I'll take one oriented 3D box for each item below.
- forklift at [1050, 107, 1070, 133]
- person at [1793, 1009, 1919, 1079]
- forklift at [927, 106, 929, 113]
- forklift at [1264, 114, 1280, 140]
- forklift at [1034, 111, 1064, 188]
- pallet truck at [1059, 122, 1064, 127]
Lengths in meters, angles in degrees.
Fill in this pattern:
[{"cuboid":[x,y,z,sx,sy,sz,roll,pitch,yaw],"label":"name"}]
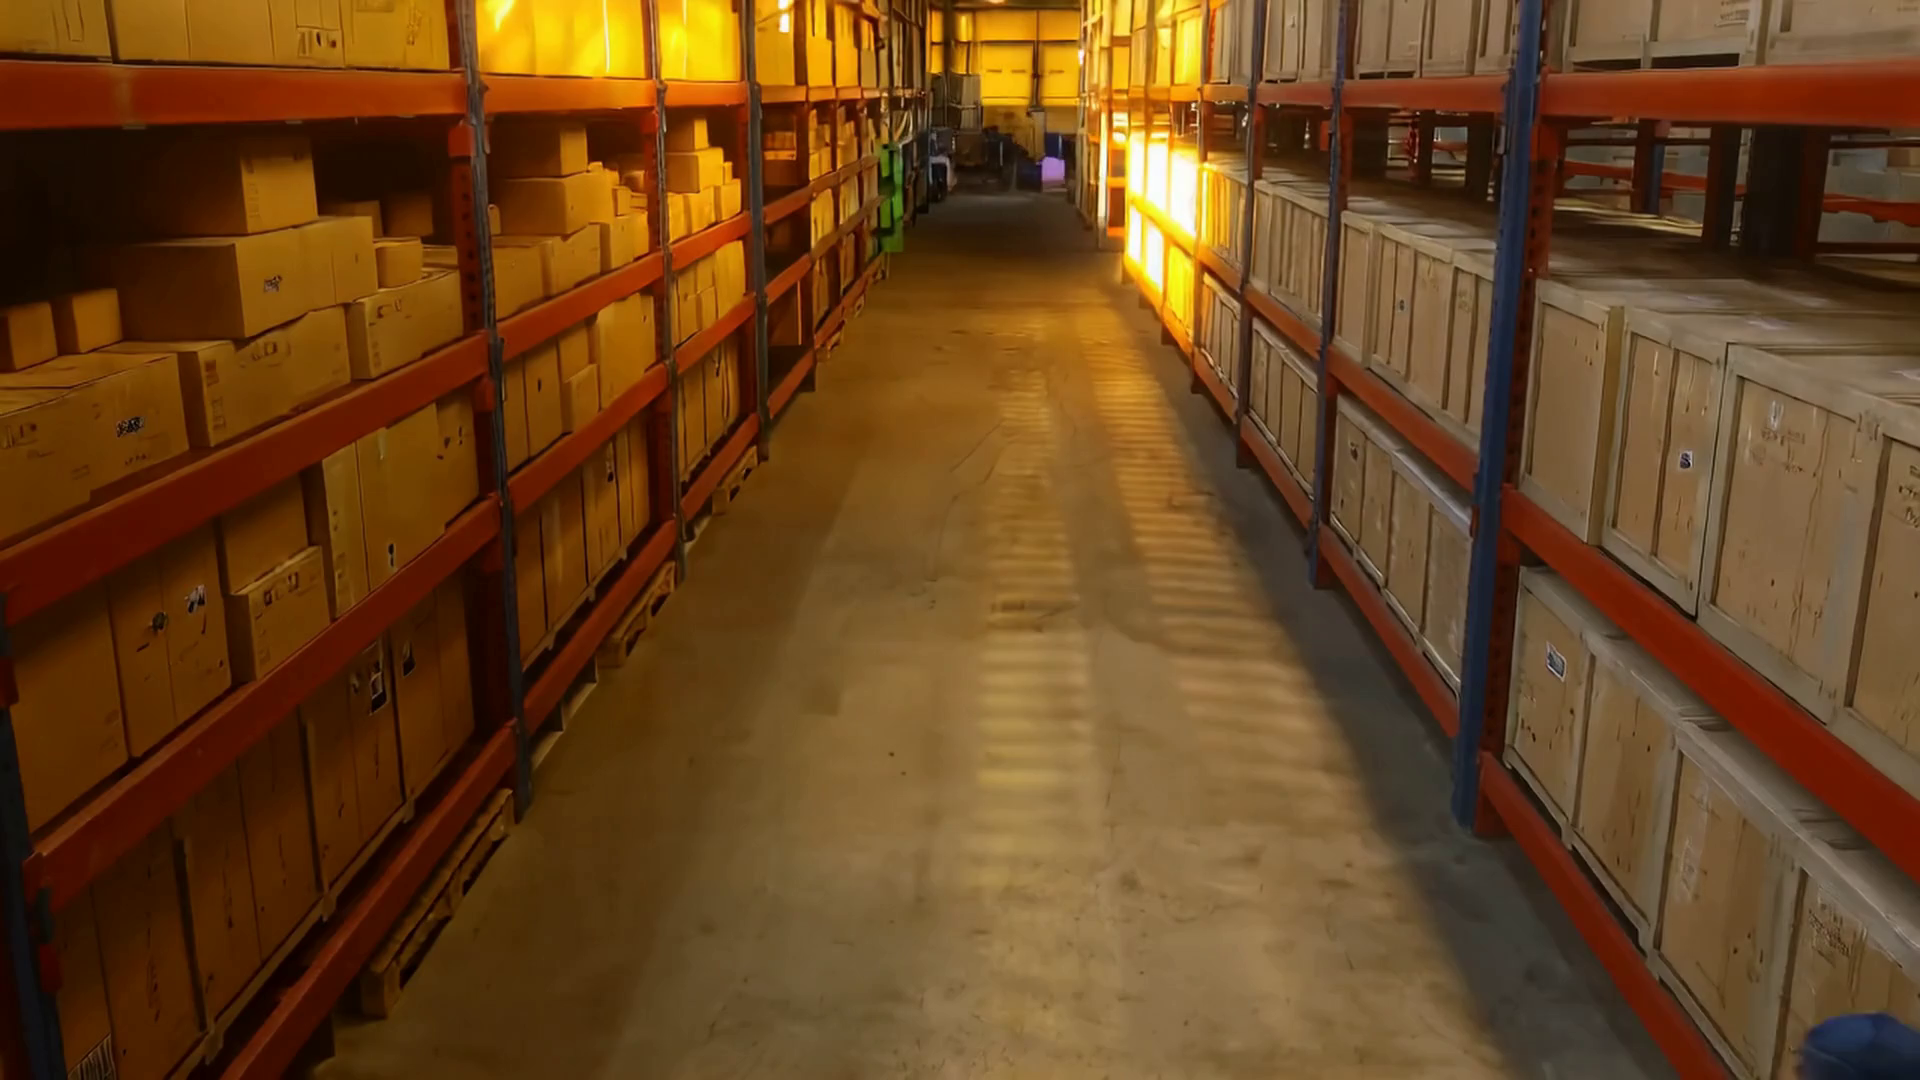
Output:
[{"cuboid":[4.694,-19.025,78.577,1.129,2.768,1.873,-7,17,-26],"label":"forklift"},{"cuboid":[1.712,1.778,3.072,0.971,1.908,0.654,5,16,20],"label":"person"},{"cuboid":[-2.024,-20.456,83.901,1.129,2.768,1.873,0,15,2],"label":"forklift"},{"cuboid":[11.028,-14.009,59.913,1.129,2.768,1.873,0,15,2],"label":"forklift"},{"cuboid":[2.976,-14.644,62.277,1.873,2.768,1.129,0,15,1],"label":"forklift"},{"cuboid":[5.788,-21.111,88.014,1.885,1.965,0.823,5,16,18],"label":"pallet truck"}]
